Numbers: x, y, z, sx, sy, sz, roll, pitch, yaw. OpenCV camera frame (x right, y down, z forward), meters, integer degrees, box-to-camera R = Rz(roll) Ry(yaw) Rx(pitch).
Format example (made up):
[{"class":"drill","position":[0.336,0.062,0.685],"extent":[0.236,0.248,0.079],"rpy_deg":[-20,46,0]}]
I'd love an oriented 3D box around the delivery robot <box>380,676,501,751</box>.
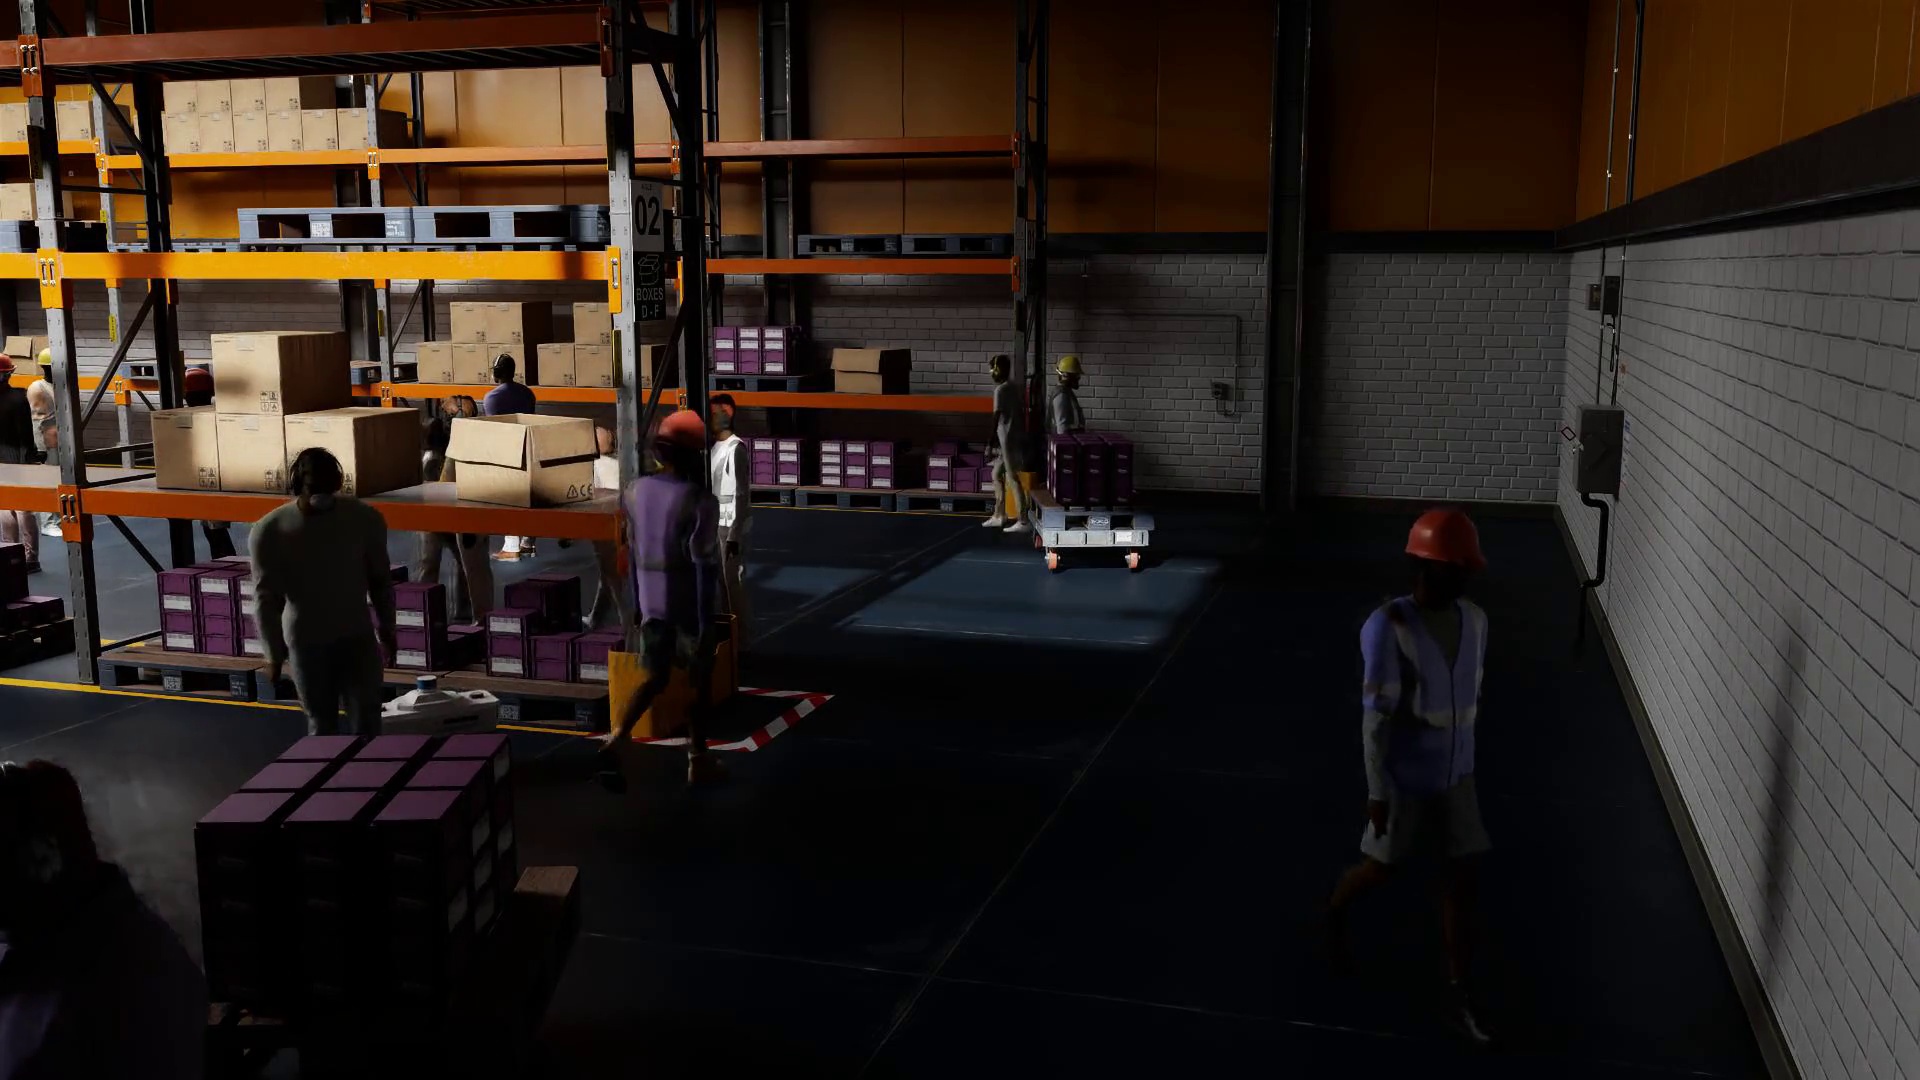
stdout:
[{"class":"delivery robot","position":[-2.834,0.969,8.889],"extent":[0.707,0.478,0.477],"rpy_deg":[-6,11,-32]}]

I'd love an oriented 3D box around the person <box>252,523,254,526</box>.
[{"class":"person","position":[-7.201,-1.029,17.518],"extent":[0.620,1.824,0.628],"rpy_deg":[3,10,20]}]

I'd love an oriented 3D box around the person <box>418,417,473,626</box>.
[{"class":"person","position":[-3.856,-0.122,12.595],"extent":[0.617,1.619,0.514],"rpy_deg":[-1,9,-6]}]

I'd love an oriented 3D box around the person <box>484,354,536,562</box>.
[{"class":"person","position":[-4.205,-0.766,15.541],"extent":[0.375,1.940,0.627],"rpy_deg":[4,10,24]}]

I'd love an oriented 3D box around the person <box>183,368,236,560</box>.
[{"class":"person","position":[-6.081,-0.419,13.440],"extent":[0.363,1.932,0.552],"rpy_deg":[-8,12,-39]}]

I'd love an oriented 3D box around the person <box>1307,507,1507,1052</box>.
[{"class":"person","position":[1.650,0.804,6.071],"extent":[0.551,1.907,0.921],"rpy_deg":[-4,10,-23]}]

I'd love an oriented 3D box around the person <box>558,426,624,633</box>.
[{"class":"person","position":[-2.587,-0.038,12.171],"extent":[0.897,1.584,0.525],"rpy_deg":[9,13,43]}]

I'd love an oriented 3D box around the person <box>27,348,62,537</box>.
[{"class":"person","position":[-9.247,-1.003,17.024],"extent":[0.382,1.924,0.594],"rpy_deg":[0,9,1]}]

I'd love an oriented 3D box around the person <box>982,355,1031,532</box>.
[{"class":"person","position":[0.459,-0.997,17.291],"extent":[0.744,1.823,0.682],"rpy_deg":[4,10,25]}]

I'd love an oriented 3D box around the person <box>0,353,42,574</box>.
[{"class":"person","position":[-8.506,-0.678,14.836],"extent":[0.617,1.994,0.381],"rpy_deg":[5,11,27]}]

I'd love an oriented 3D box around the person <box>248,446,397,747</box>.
[{"class":"person","position":[-2.971,0.507,7.851],"extent":[0.651,1.911,0.650],"rpy_deg":[-5,11,-27]}]

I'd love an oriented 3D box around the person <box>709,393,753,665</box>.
[{"class":"person","position":[-1.612,-0.071,11.464],"extent":[0.356,1.887,0.572],"rpy_deg":[-4,10,-22]}]

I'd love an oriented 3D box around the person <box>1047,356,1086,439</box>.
[{"class":"person","position":[1.105,-0.988,17.229],"extent":[0.403,1.828,0.597],"rpy_deg":[1,9,6]}]

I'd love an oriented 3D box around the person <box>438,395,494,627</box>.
[{"class":"person","position":[-3.542,-0.130,11.991],"extent":[0.429,1.835,0.627],"rpy_deg":[-3,10,-16]}]

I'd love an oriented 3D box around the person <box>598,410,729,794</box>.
[{"class":"person","position":[-1.519,0.342,8.558],"extent":[0.616,2.018,0.784],"rpy_deg":[5,10,27]}]

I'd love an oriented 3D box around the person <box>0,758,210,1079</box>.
[{"class":"person","position":[-1.587,1.302,3.187],"extent":[0.649,1.867,0.872],"rpy_deg":[7,12,36]}]
